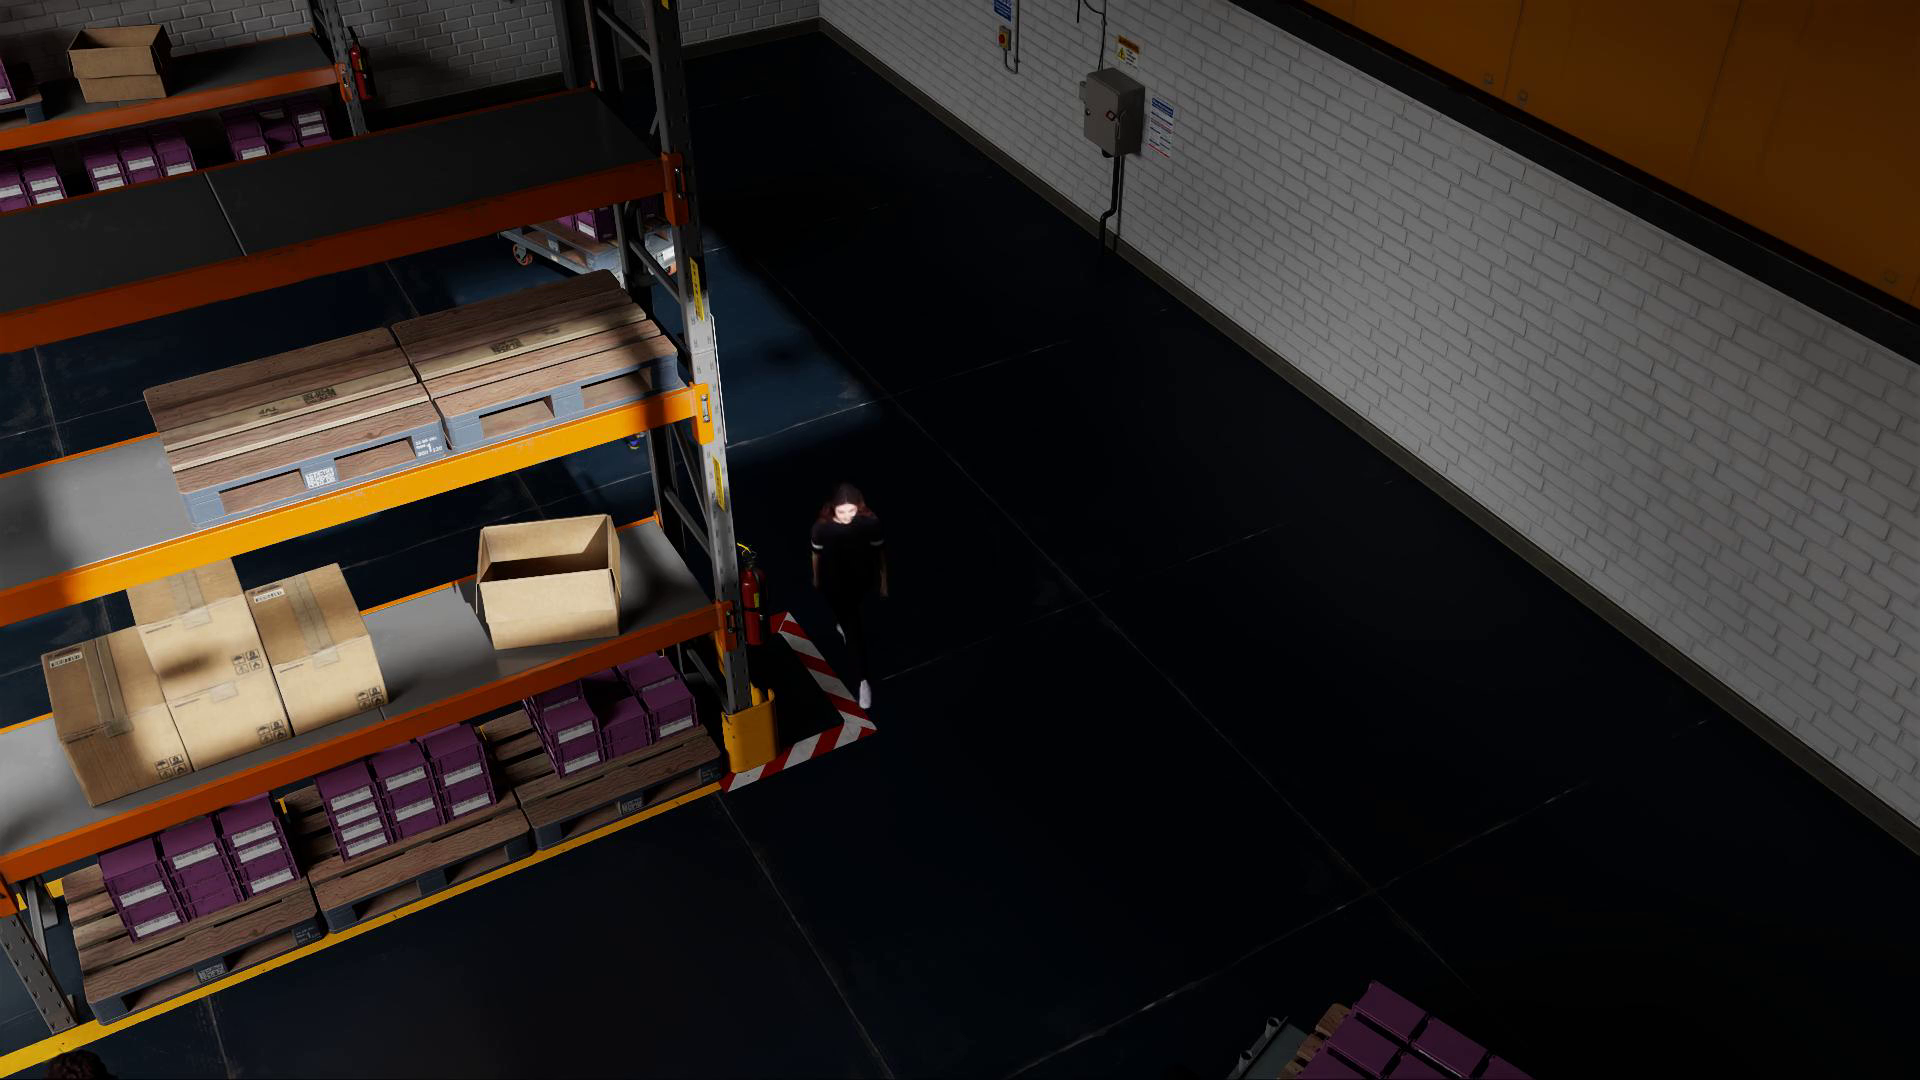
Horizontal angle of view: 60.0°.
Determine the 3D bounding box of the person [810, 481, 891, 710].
[{"bbox_3d":[-0.719,0.209,10.659,1.121,1.575,0.859,-11,40,-13],"label":"person"}]
